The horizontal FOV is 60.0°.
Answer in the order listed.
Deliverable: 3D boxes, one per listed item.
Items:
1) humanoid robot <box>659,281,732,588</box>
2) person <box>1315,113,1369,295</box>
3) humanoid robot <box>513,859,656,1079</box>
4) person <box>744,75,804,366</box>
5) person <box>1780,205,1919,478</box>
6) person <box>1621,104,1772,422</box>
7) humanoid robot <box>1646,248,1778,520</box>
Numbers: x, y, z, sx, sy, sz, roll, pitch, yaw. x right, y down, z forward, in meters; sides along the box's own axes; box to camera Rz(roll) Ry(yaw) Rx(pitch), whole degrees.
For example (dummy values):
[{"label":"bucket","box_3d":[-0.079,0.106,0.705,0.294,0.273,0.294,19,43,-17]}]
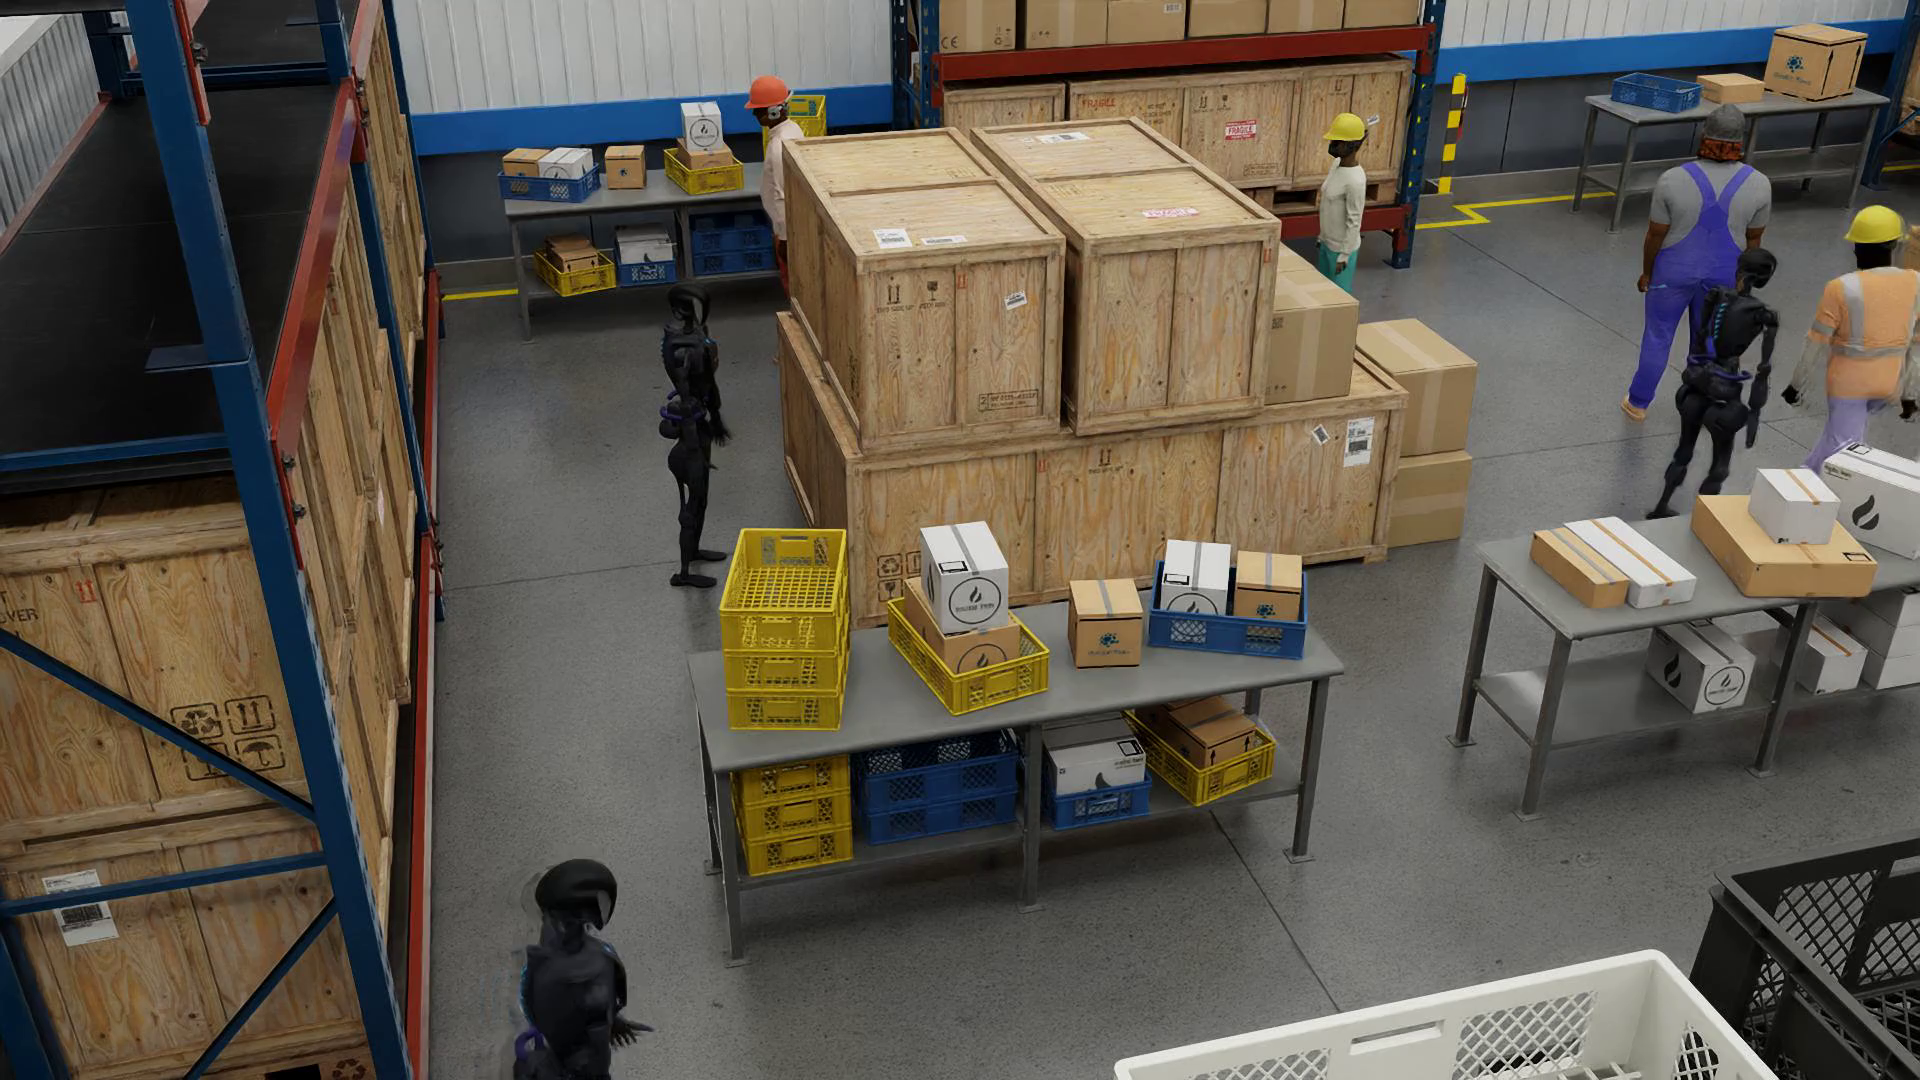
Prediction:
[{"label":"humanoid robot","box_3d":[-1.385,-0.556,8.664,0.326,1.650,0.573,2,29,4]},{"label":"person","box_3d":[2.515,-1.976,11.150,0.308,1.768,0.521,-3,29,-6]},{"label":"humanoid robot","box_3d":[-1.045,1.589,4.790,0.664,1.637,0.614,-16,33,-26]},{"label":"person","box_3d":[-1.195,-2.143,11.246,0.430,1.977,0.608,0,29,1]},{"label":"person","box_3d":[4.844,-0.880,9.048,0.592,1.867,0.969,-6,29,-11]},{"label":"person","box_3d":[4.571,-1.709,10.384,0.682,2.000,0.539,5,29,9]},{"label":"humanoid robot","box_3d":[4.162,-0.809,9.130,0.365,1.652,0.599,-12,31,-20]}]
